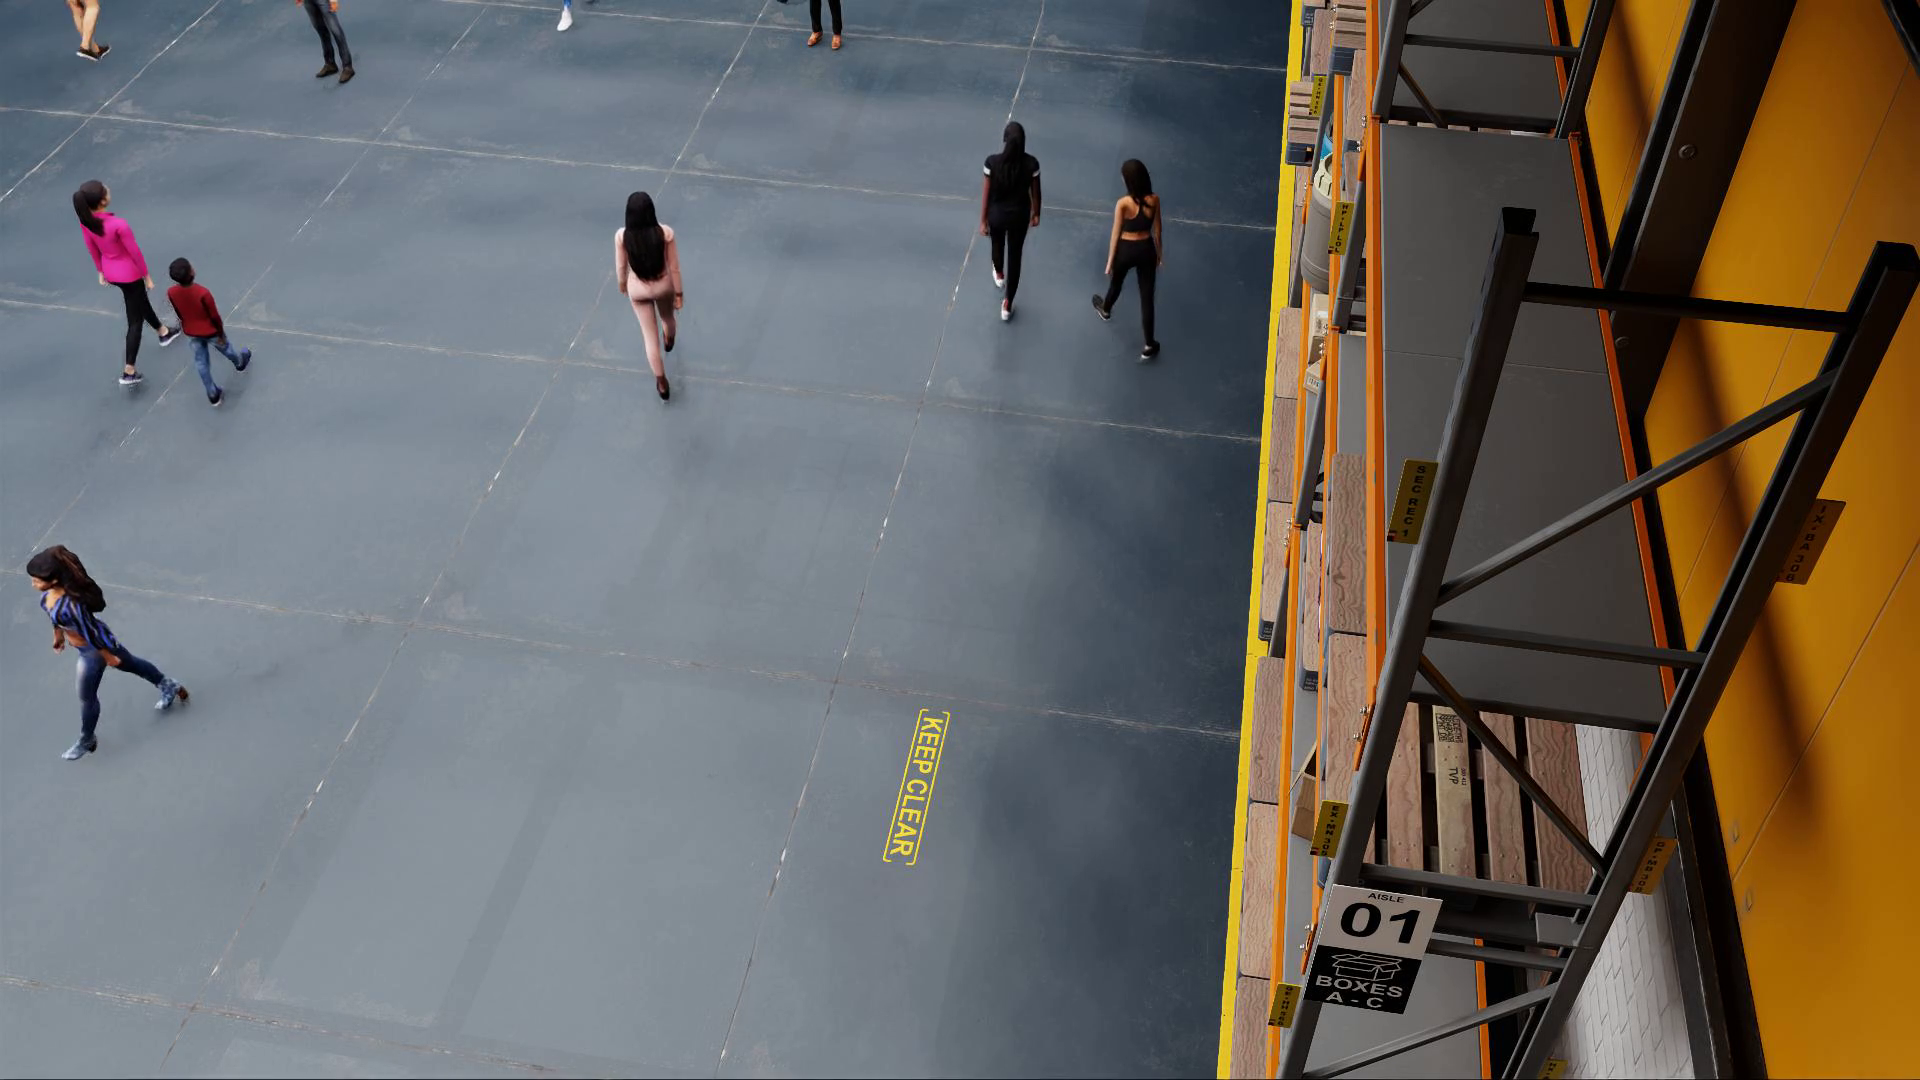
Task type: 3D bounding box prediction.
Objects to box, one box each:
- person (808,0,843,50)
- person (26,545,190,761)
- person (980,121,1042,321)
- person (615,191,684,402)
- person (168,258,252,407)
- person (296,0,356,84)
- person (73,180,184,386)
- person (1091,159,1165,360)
[{"bbox_3d":[-1.400,-5.843,16.999,0.739,1.654,0.773,12,45,12],"label":"person"},{"bbox_3d":[-5.279,0.617,10.278,1.119,1.571,1.029,-29,51,-27],"label":"person"},{"bbox_3d":[0.399,-2.559,13.514,0.706,1.707,0.982,3,44,3],"label":"person"},{"bbox_3d":[-2.360,-1.830,12.770,0.913,1.678,1.182,-9,44,-9],"label":"person"},{"bbox_3d":[-5.868,-1.587,12.842,0.626,1.225,0.880,-2,44,-2],"label":"person"},{"bbox_3d":[-6.357,-5.414,16.459,0.692,1.778,0.603,17,46,17],"label":"person"},{"bbox_3d":[-6.543,-1.981,12.952,0.637,1.655,1.137,9,44,9],"label":"person"},{"bbox_3d":[1.409,-2.194,13.215,0.945,1.591,1.170,-6,44,-6],"label":"person"}]
